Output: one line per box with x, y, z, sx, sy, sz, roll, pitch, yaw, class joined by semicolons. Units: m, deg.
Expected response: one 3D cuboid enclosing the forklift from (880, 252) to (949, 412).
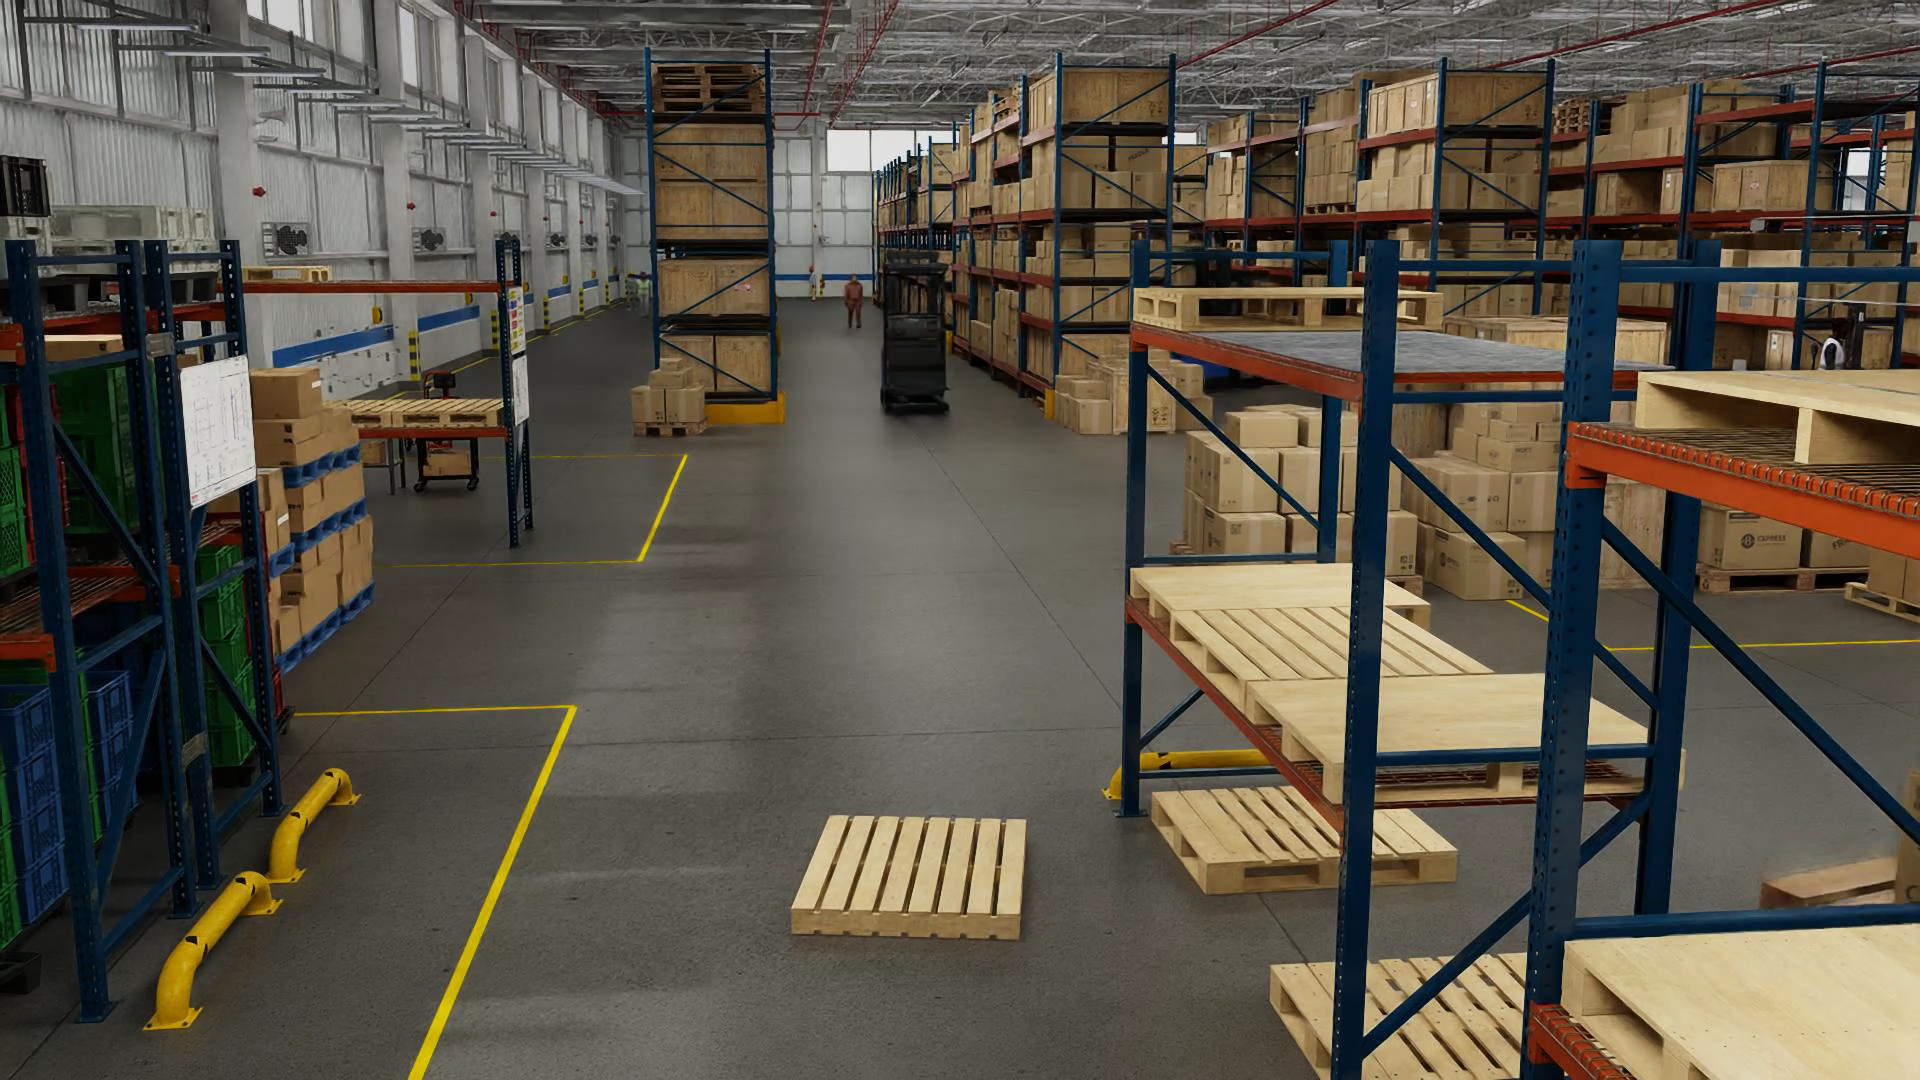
-0.854;-3.781;29.884;1.129;2.768;1.873;-1;10;-6;forklift

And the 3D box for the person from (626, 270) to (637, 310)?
-14.200;-10.800;71.961;0.483;1.735;0.340;-7;13;-35;person

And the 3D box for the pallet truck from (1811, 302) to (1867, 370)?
15.846;-3.142;28.793;1.885;1.965;0.823;2;10;12;pallet truck

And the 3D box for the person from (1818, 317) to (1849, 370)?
12.786;-2.314;24.457;0.389;1.910;0.601;6;12;32;person

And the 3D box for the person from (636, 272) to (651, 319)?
-12.300;-9.508;64.643;0.588;1.796;0.988;-3;11;-17;person

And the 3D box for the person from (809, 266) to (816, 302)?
-7.292;-12.621;81.993;0.345;1.746;0.573;-3;11;-14;person

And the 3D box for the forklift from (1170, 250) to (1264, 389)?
5.069;-4.445;33.565;1.873;2.768;1.129;-5;11;-25;forklift

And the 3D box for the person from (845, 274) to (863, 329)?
-3.678;-8.234;57.407;0.660;1.862;0.988;-3;11;-16;person
